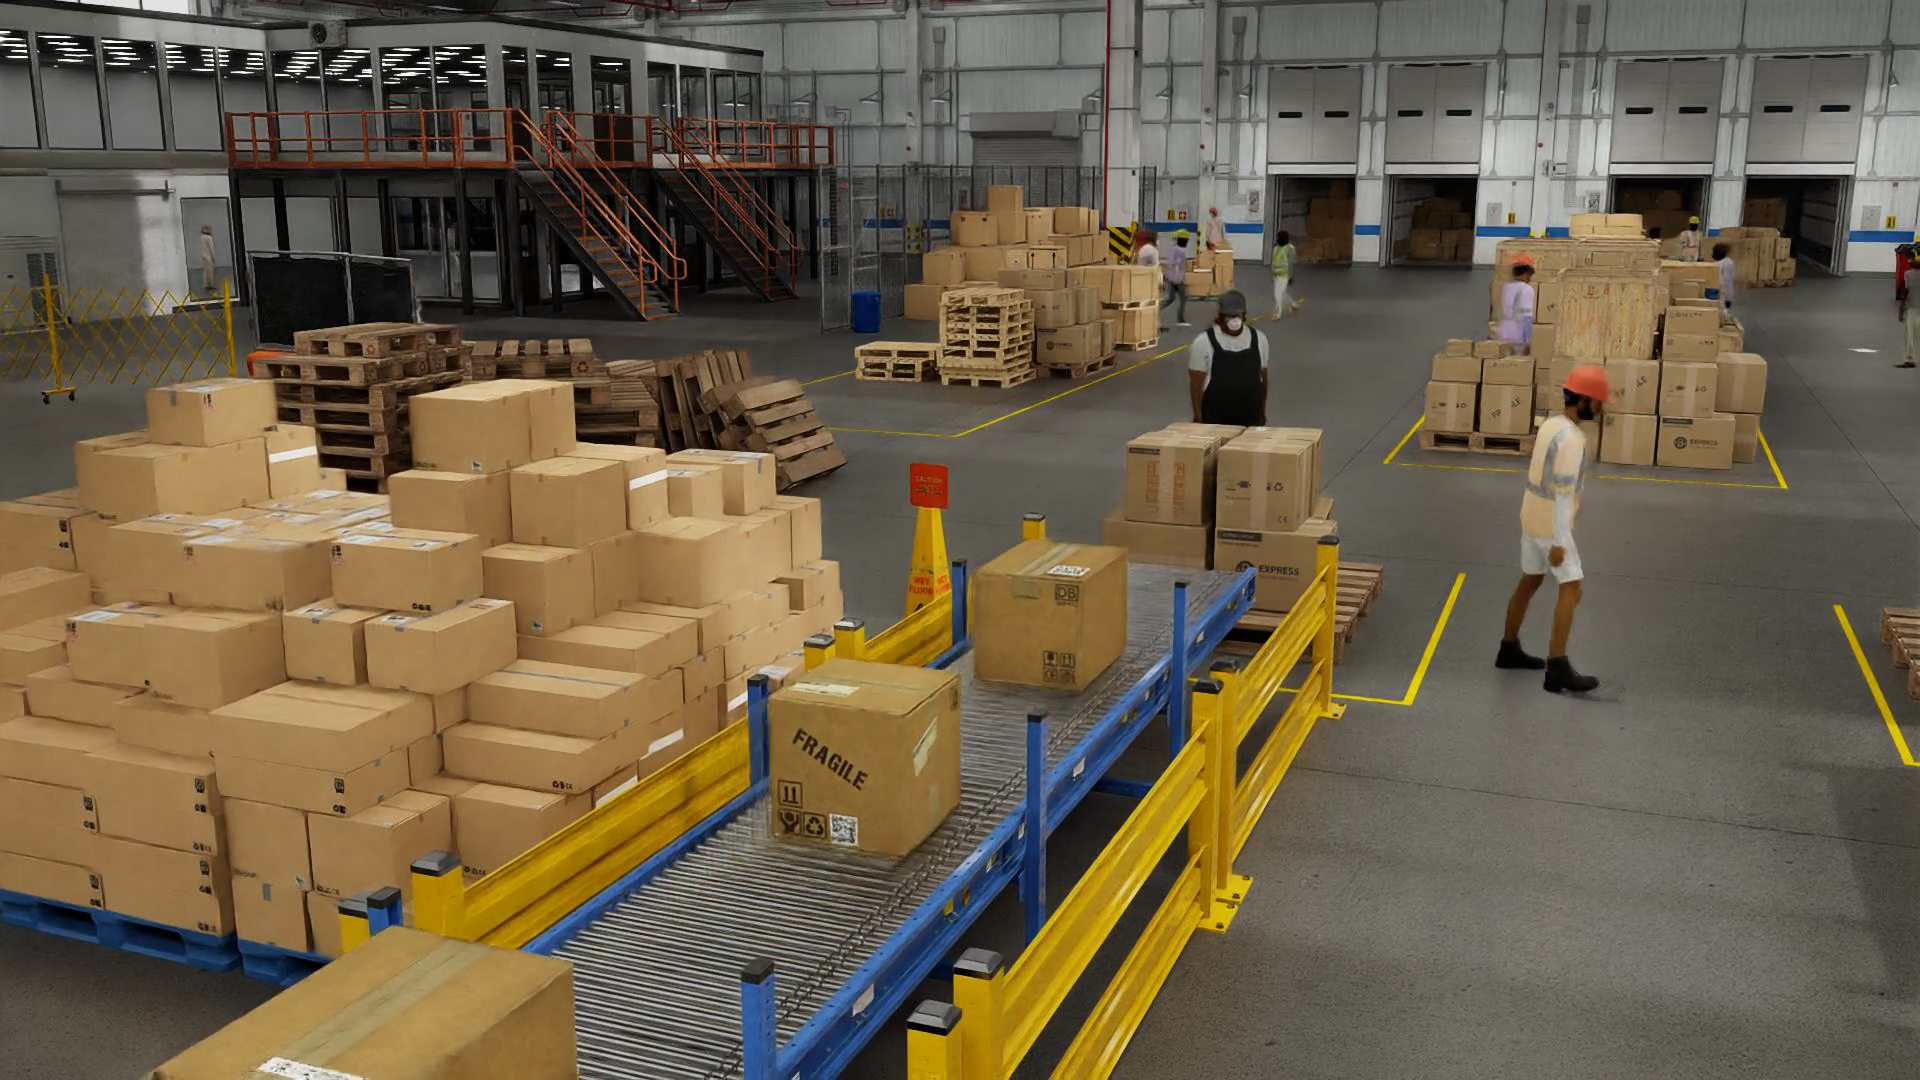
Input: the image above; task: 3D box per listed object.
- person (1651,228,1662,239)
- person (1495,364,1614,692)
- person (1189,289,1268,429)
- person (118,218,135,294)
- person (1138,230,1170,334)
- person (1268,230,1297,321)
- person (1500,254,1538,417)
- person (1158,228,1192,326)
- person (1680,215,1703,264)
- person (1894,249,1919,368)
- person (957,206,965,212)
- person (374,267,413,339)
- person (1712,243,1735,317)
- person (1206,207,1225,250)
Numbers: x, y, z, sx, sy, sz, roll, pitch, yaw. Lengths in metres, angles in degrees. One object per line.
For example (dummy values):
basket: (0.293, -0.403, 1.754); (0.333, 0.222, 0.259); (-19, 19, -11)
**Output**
person: (16.197, -6.482, 39.008); (0.397, 1.672, 0.538); (8, 15, 33)
person: (3.535, -0.085, 9.797); (0.500, 1.905, 0.638); (0, 13, 2)
person: (2.307, -1.138, 14.189); (0.705, 2.000, 0.557); (-1, 13, -6)
person: (-19.936, -6.825, 40.060); (0.940, 1.862, 0.681); (-5, 13, -20)
person: (3.559, -4.693, 30.459); (0.910, 1.903, 0.655); (-3, 13, -12)
person: (6.504, -5.299, 33.356); (0.670, 1.821, 0.634); (-5, 14, -23)
person: (6.706, -2.455, 20.209); (0.645, 1.999, 0.676); (-2, 13, -11)
person: (4.099, -5.050, 32.076); (0.770, 1.890, 0.640); (-3, 13, -13)
person: (17.850, -6.986, 40.715); (0.596, 1.906, 0.667); (-3, 13, -14)
person: (14.599, -3.478, 25.179); (0.361, 1.833, 0.698); (-9, 15, -35)
person: (0.065, -9.266, 50.908); (0.488, 1.917, 0.570); (-9, 15, -34)
person: (-6.787, -2.365, 20.134); (0.879, 1.856, 0.585); (7, 14, 29)
person: (12.839, -4.126, 28.169); (0.981, 1.798, 0.633); (1, 13, 3)
person: (7.507, -8.793, 48.842); (0.636, 1.919, 1.160); (-3, 13, -13)
